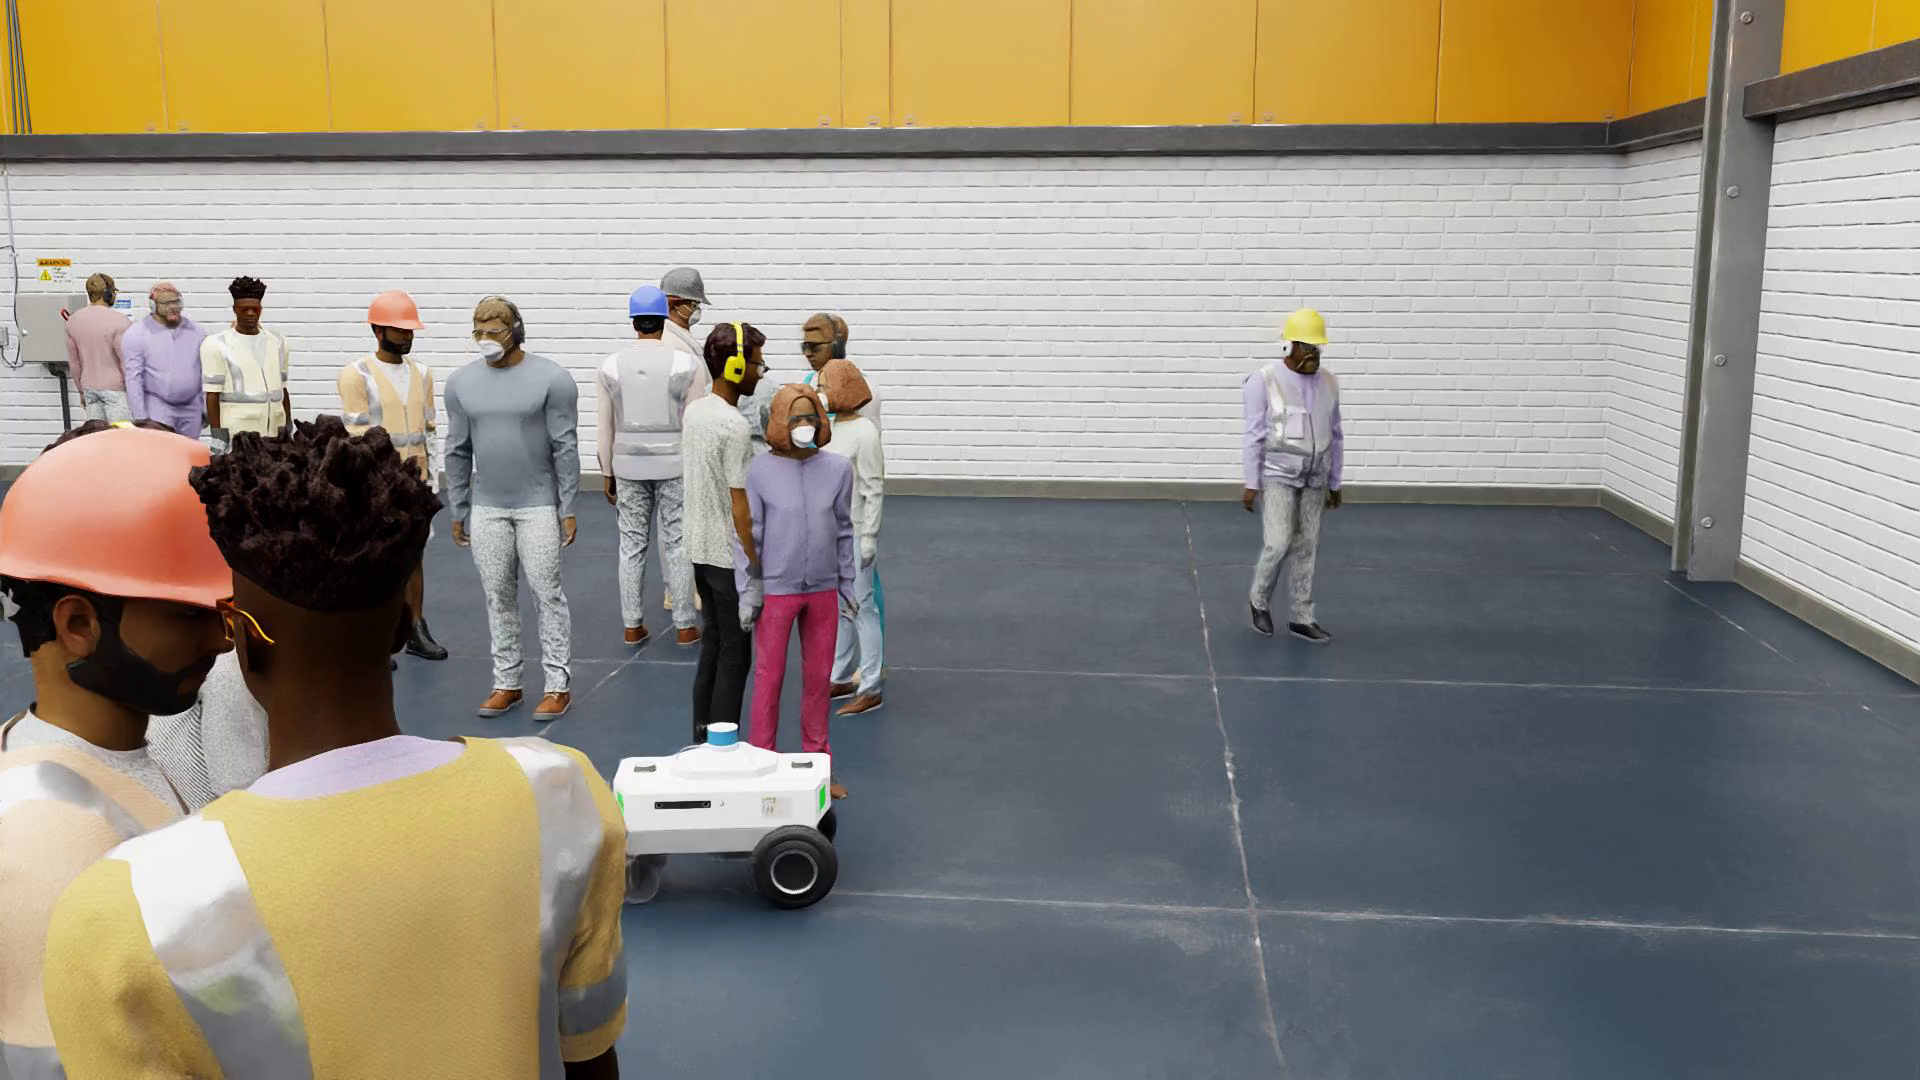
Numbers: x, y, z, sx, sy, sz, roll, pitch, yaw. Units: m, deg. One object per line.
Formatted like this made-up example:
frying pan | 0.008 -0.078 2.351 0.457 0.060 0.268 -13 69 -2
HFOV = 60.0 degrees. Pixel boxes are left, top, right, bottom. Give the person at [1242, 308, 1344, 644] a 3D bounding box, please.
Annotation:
person | 1.805 -0.338 8.973 0.635 1.817 0.420 -4 11 -23

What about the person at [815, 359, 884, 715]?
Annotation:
person | -0.528 -0.018 7.681 0.269 1.632 0.506 -7 12 -34

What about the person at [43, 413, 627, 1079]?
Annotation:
person | -0.615 0.848 1.769 0.362 1.963 0.613 8 13 40

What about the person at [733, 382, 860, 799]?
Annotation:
person | -0.622 0.211 6.368 0.507 1.631 0.265 -6 11 -30

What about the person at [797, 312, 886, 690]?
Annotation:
person | -0.585 -0.187 8.091 0.529 1.835 0.362 6 11 30

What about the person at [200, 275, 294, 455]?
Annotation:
person | -4.521 -0.702 10.648 0.362 1.962 0.614 6 12 33

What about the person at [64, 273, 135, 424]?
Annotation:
person | -6.961 -1.204 13.595 0.627 1.940 0.371 3 10 16

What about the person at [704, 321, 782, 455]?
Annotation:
person | -1.203 -0.338 9.225 0.488 1.736 0.322 -5 11 -24

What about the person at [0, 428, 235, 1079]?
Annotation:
person | -0.953 0.832 1.972 0.374 1.929 0.542 -5 11 -28

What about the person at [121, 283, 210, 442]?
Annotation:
person | -5.982 -1.004 12.602 0.449 1.880 0.645 7 12 37

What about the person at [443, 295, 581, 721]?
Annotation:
person | -2.030 -0.141 7.556 0.641 1.927 0.386 1 10 8

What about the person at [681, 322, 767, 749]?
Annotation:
person | -0.892 0.090 6.437 0.346 1.855 0.533 -6 11 -30

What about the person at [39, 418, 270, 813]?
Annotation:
person | -1.304 0.718 2.829 0.512 1.861 0.325 9 13 42

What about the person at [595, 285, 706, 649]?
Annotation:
person | -1.630 -0.379 8.887 0.605 1.939 0.415 1 10 4

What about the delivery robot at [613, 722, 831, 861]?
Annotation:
delivery robot | -0.785 0.851 5.525 0.707 0.478 0.477 -1 10 -4

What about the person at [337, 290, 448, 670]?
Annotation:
person | -2.859 -0.297 8.459 0.398 1.929 0.543 7 12 35
